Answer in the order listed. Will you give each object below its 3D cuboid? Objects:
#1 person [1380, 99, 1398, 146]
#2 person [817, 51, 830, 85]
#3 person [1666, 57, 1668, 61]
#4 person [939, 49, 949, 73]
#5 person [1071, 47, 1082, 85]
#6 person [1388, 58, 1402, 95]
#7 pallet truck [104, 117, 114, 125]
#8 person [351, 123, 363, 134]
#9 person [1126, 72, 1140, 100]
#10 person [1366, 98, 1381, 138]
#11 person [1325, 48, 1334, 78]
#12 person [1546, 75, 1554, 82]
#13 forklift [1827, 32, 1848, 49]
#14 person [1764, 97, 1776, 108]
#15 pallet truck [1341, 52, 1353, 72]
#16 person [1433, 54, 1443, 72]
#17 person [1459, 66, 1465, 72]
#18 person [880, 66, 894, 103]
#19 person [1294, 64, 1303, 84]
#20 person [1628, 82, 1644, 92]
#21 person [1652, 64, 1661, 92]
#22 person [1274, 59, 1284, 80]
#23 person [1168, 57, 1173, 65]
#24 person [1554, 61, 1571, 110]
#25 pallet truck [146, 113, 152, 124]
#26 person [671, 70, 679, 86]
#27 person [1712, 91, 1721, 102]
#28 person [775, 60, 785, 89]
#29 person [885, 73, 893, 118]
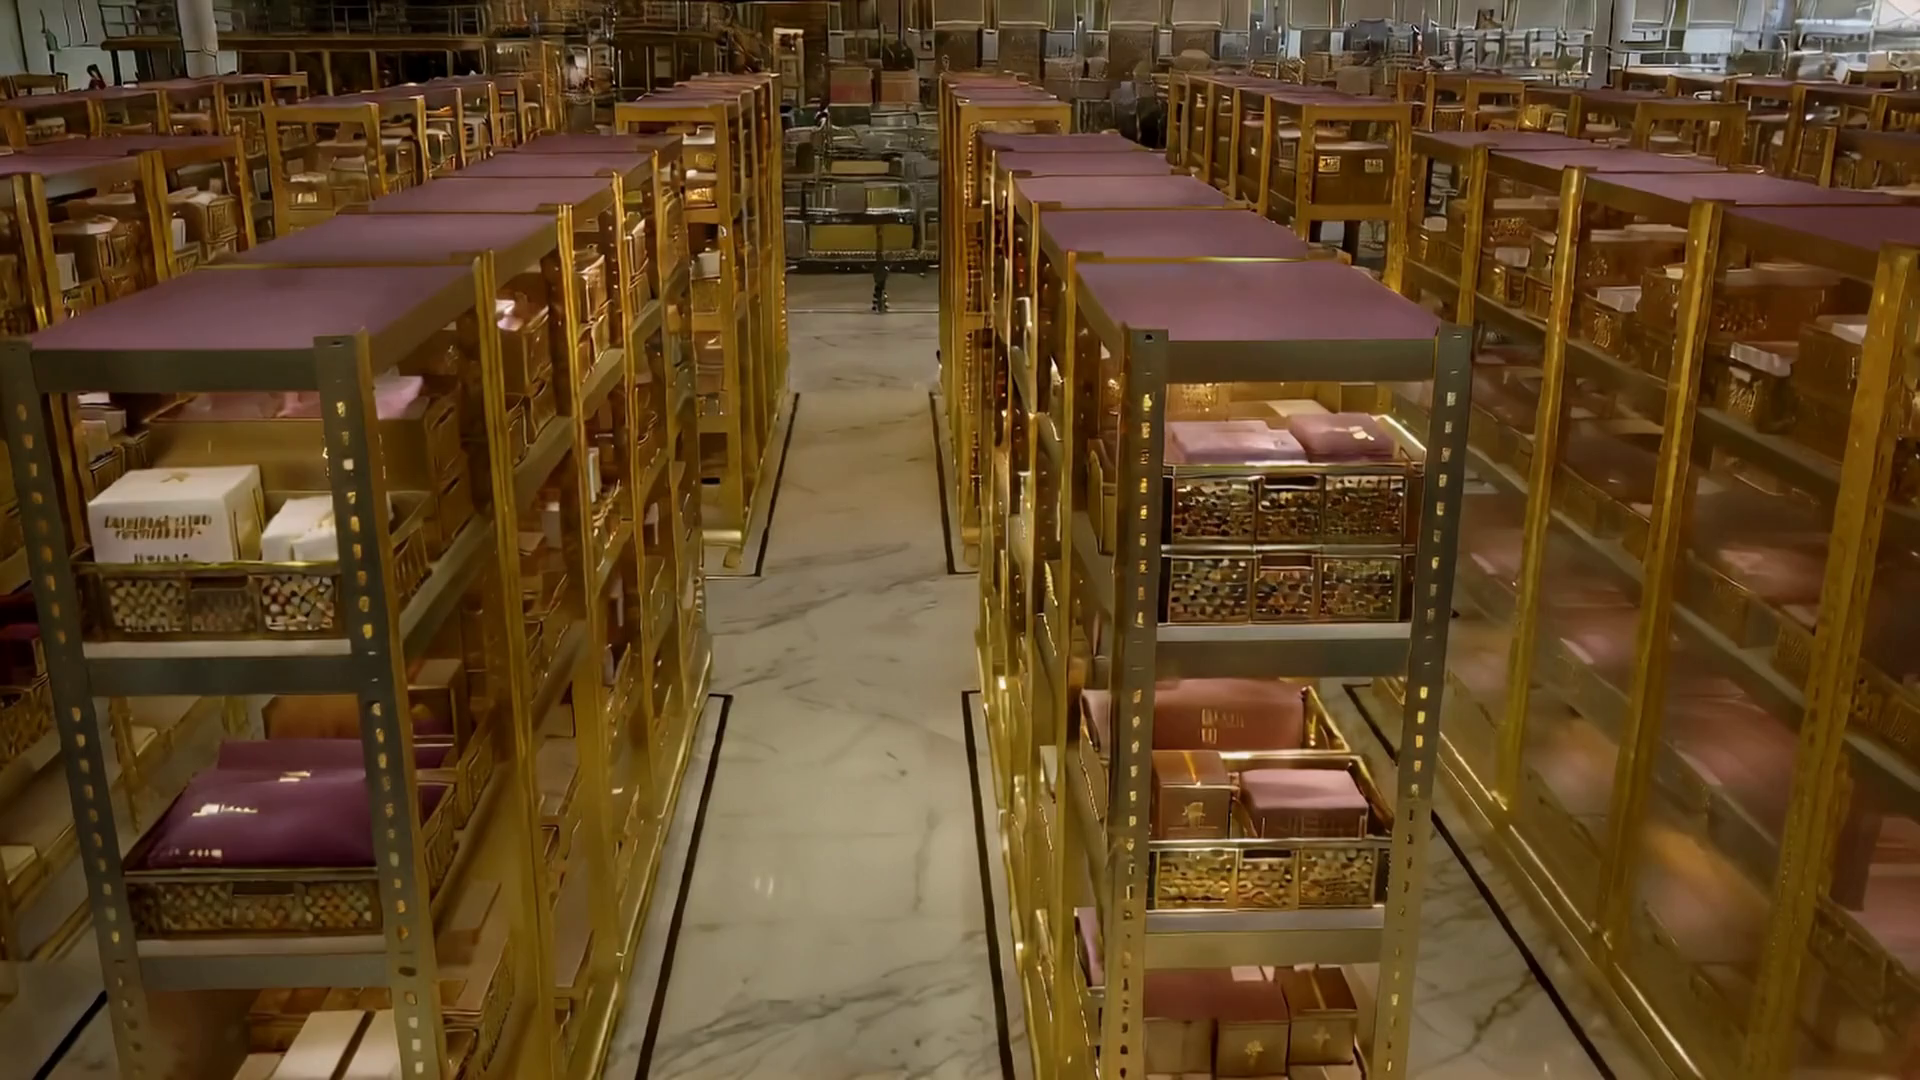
[{"bbox_3d":[12.698,-12.244,49.235,0.494,1.573,0.874,-4,18,-11],"label":"person"},{"bbox_3d":[-7.467,-25.799,90.844,0.633,1.799,0.889,11,21,31],"label":"person"},{"bbox_3d":[33.757,-22.074,79.130,0.855,1.916,0.635,-1,18,-3],"label":"person"},{"bbox_3d":[-0.933,-25.557,89.891,0.571,1.913,0.780,-14,22,-36],"label":"person"},{"bbox_3d":[6.338,-25.863,90.710,0.612,1.997,0.375,-4,18,-11],"label":"person"},{"bbox_3d":[20.910,-22.251,79.908,0.652,1.773,0.982,-3,18,-9],"label":"person"},{"bbox_3d":[-18.367,-7.885,35.078,1.885,1.965,0.823,1,18,2],"label":"pallet truck"},{"bbox_3d":[-13.358,-8.557,37.084,0.394,2.042,0.611,4,18,12],"label":"person"},{"bbox_3d":[6.326,-16.291,61.286,0.610,1.872,0.721,-16,24,-41],"label":"person"},{"bbox_3d":[11.317,-11.308,45.982,0.599,1.809,0.758,0,18,1],"label":"person"},{"bbox_3d":[20.354,-26.001,91.286,0.656,1.904,0.615,4,18,12],"label":"person"},{"bbox_3d":[20.080,-14.921,56.963,0.374,1.928,0.543,4,18,14],"label":"person"},{"bbox_3d":[46.023,-25.321,87.619,1.129,2.768,1.873,-1,18,-2],"label":"forklift"},{"bbox_3d":[27.269,-14.503,56.037,0.318,1.697,0.536,-2,18,-6],"label":"person"},{"bbox_3d":[18.794,-23.123,82.231,0.823,1.965,1.885,-13,22,-35],"label":"pallet truck"},{"bbox_3d":[22.926,-22.297,79.778,0.373,1.935,0.628,-8,20,-24],"label":"person"},{"bbox_3d":[20.151,-18.110,66.937,0.386,1.859,0.549,-13,22,-35],"label":"person"},{"bbox_3d":[-2.884,-17.627,65.362,0.995,1.911,0.625,14,23,38],"label":"person"},{"bbox_3d":[13.662,-18.263,67.318,0.398,1.920,0.589,14,23,37],"label":"person"},{"bbox_3d":[24.307,-15.864,60.005,0.579,1.863,0.879,1,18,3],"label":"person"},{"bbox_3d":[30.860,-20.315,73.671,0.750,1.910,0.646,0,18,0],"label":"person"},{"bbox_3d":[15.424,-22.486,80.785,0.534,1.676,0.642,15,23,38],"label":"person"},{"bbox_3d":[9.864,-21.645,77.898,0.534,1.856,0.367,-12,21,-33],"label":"person"},{"bbox_3d":[25.068,-18.825,68.862,0.782,2.000,0.754,9,20,27],"label":"person"},{"bbox_3d":[-18.087,-8.309,36.390,1.885,1.965,0.823,-1,18,-4],"label":"pallet truck"},{"bbox_3d":[-10.934,-17.313,64.565,0.847,1.822,0.507,-10,20,-28],"label":"person"},{"bbox_3d":[26.514,-15.143,58.109,0.514,1.641,0.308,12,21,32],"label":"person"},{"bbox_3d":[-8.649,-22.342,80.293,0.510,1.686,0.917,-7,19,-20],"label":"person"},{"bbox_3d":[-2.767,-16.919,63.445,0.746,1.744,0.527,4,18,13],"label":"person"}]
